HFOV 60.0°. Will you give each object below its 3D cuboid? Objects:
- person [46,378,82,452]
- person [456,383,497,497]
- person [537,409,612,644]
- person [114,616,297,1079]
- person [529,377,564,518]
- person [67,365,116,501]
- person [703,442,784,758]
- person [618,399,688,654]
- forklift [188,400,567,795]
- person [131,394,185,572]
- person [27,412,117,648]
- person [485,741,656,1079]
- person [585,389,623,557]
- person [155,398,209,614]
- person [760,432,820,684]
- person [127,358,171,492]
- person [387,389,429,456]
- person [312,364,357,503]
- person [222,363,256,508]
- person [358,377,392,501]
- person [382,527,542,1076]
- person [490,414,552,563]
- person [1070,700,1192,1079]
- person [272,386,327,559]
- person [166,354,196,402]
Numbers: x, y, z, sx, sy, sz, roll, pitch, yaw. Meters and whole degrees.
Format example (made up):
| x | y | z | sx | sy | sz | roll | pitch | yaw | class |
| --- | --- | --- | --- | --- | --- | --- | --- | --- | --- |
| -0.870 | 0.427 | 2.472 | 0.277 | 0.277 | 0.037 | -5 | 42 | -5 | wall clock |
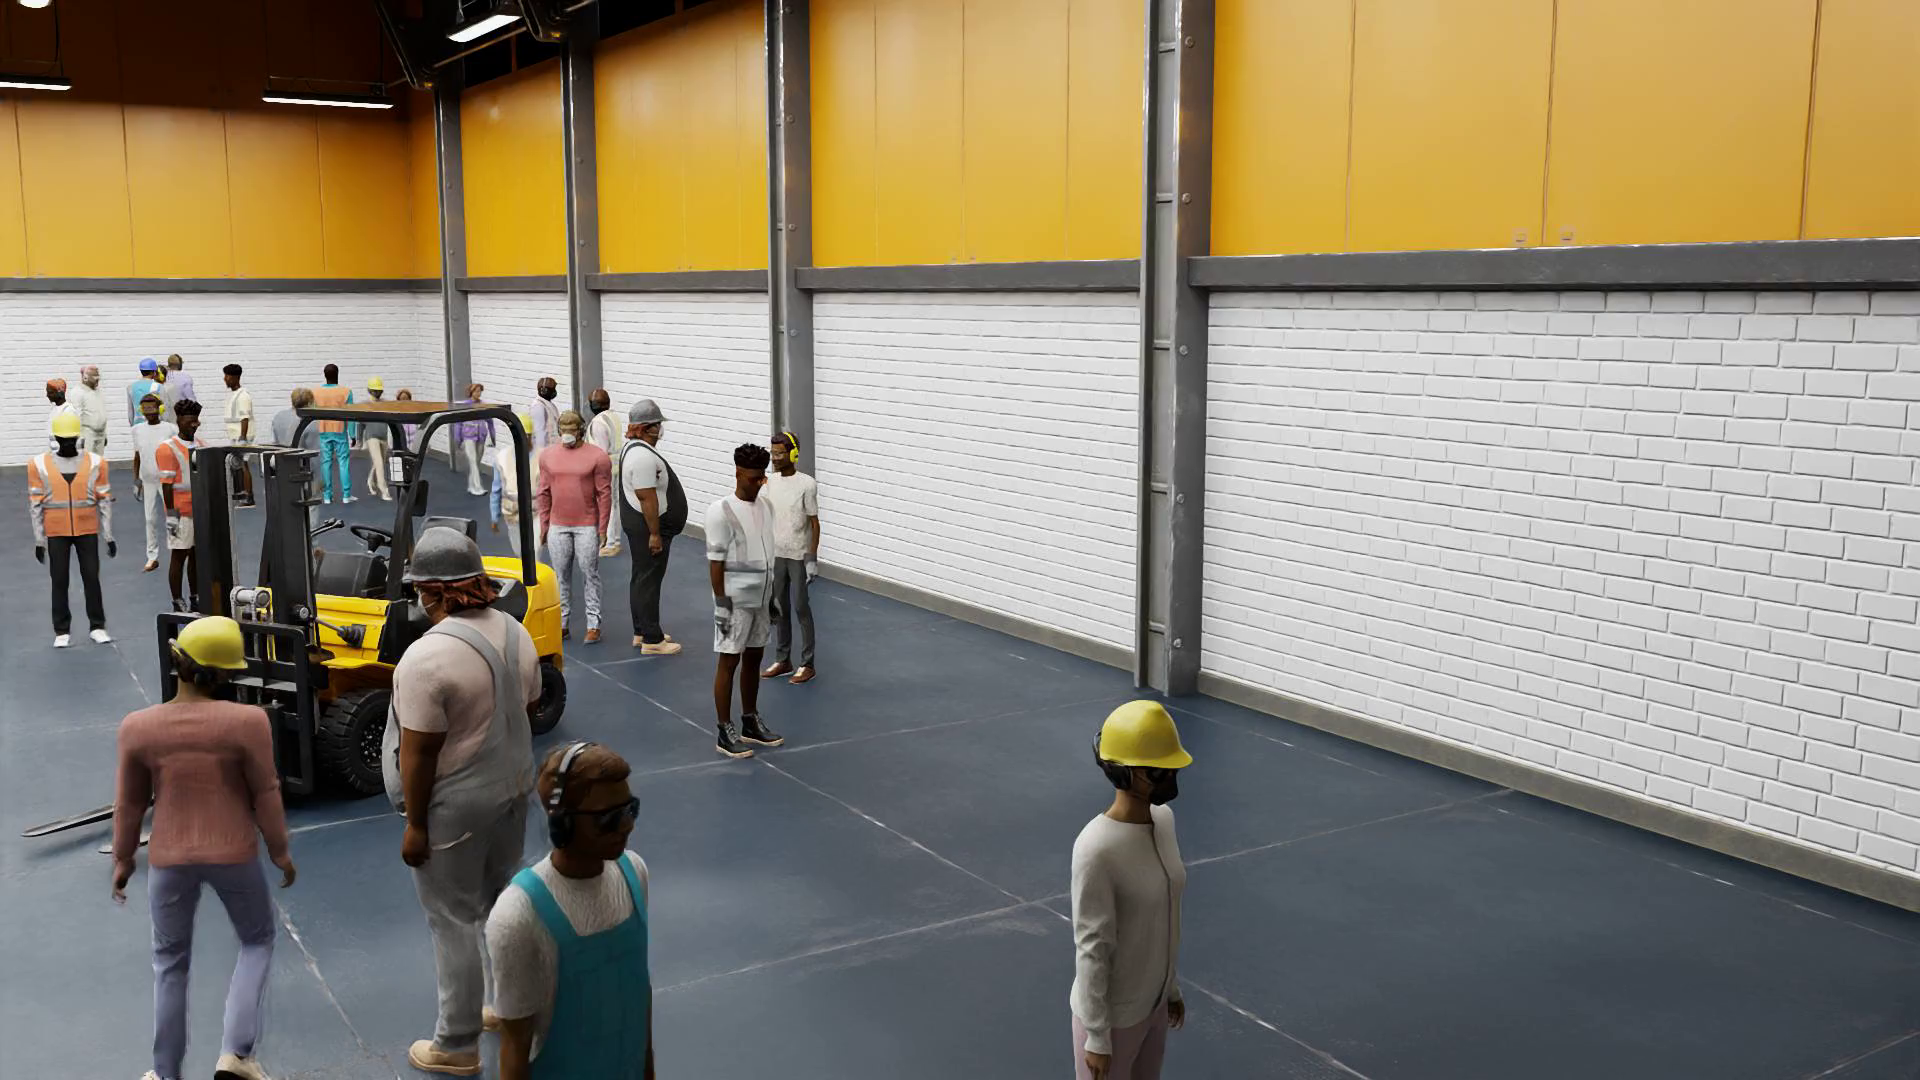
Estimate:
| x | y | z | sx | sy | sz | roll | pitch | yaw | class |
| --- | --- | --- | --- | --- | --- | --- | --- | --- | --- |
| -10.662 | -0.986 | 19.814 | 0.360 | 1.879 | 0.582 | -8 | 11 | -42 | person |
| -6.811 | -1.411 | 23.541 | 0.835 | 1.597 | 0.534 | 8 | 12 | 44 | person |
| -3.169 | -0.107 | 13.678 | 0.630 | 1.938 | 0.372 | 1 | 8 | 6 | person |
| -2.685 | 1.140 | 5.911 | 0.625 | 1.741 | 0.395 | -1 | 9 | -10 | person |
| -5.151 | -1.116 | 20.800 | 0.429 | 1.840 | 0.633 | 0 | 8 | -3 | person |
| -11.912 | -1.443 | 22.826 | 0.399 | 1.902 | 0.649 | 1 | 8 | 5 | person |
| -1.336 | 0.364 | 10.426 | 0.388 | 1.958 | 0.601 | 5 | 10 | 32 | person |
| -2.459 | -0.115 | 13.378 | 0.537 | 2.000 | 0.683 | -3 | 9 | -20 | person |
| -3.529 | 0.258 | 10.348 | 1.214 | 2.155 | 2.313 | 4 | 9 | 25 | forklift |
| -8.295 | -0.591 | 17.221 | 0.506 | 1.858 | 0.343 | 0 | 8 | -2 | person |
| -7.240 | -0.086 | 13.578 | 0.596 | 1.924 | 0.378 | -5 | 10 | -31 | person |
| -0.931 | 1.376 | 4.024 | 0.483 | 1.835 | 0.523 | 5 | 10 | 33 | person |
| -3.920 | -0.738 | 18.255 | 0.429 | 1.839 | 0.634 | 1 | 8 | 4 | person |
| -6.783 | -0.265 | 14.647 | 0.373 | 1.963 | 0.607 | 2 | 9 | 12 | person |
| -1.260 | 0.130 | 12.308 | 0.534 | 1.868 | 0.309 | 6 | 11 | 37 | person |
| -11.705 | -1.653 | 24.055 | 0.618 | 1.945 | 0.395 | 1 | 9 | 8 | person |
| -7.530 | -1.271 | 22.661 | 0.507 | 1.596 | 0.869 | -5 | 10 | -29 | person |
| -8.603 | -1.456 | 22.831 | 0.590 | 1.918 | 0.389 | -1 | 8 | -4 | person |
| -9.683 | -1.401 | 22.351 | 0.375 | 1.949 | 0.625 | -6 | 11 | -37 | person |
| -8.204 | -1.433 | 23.337 | 0.872 | 1.736 | 0.530 | 8 | 12 | 43 | person |
| -1.884 | 0.944 | 6.240 | 0.538 | 2.000 | 0.683 | 3 | 9 | 19 | person |
| -3.972 | -0.269 | 15.251 | 0.606 | 1.804 | 0.886 | 0 | 8 | 1 | person |
| 0.487 | 1.313 | 4.671 | 0.316 | 1.769 | 0.524 | 5 | 10 | 31 | person |
| -7.057 | -0.710 | 17.861 | 0.666 | 1.900 | 0.534 | 3 | 9 | 22 | person |
| -12.229 | -1.940 | 26.020 | 0.627 | 1.941 | 0.370 | 1 | 9 | 9 | person |
